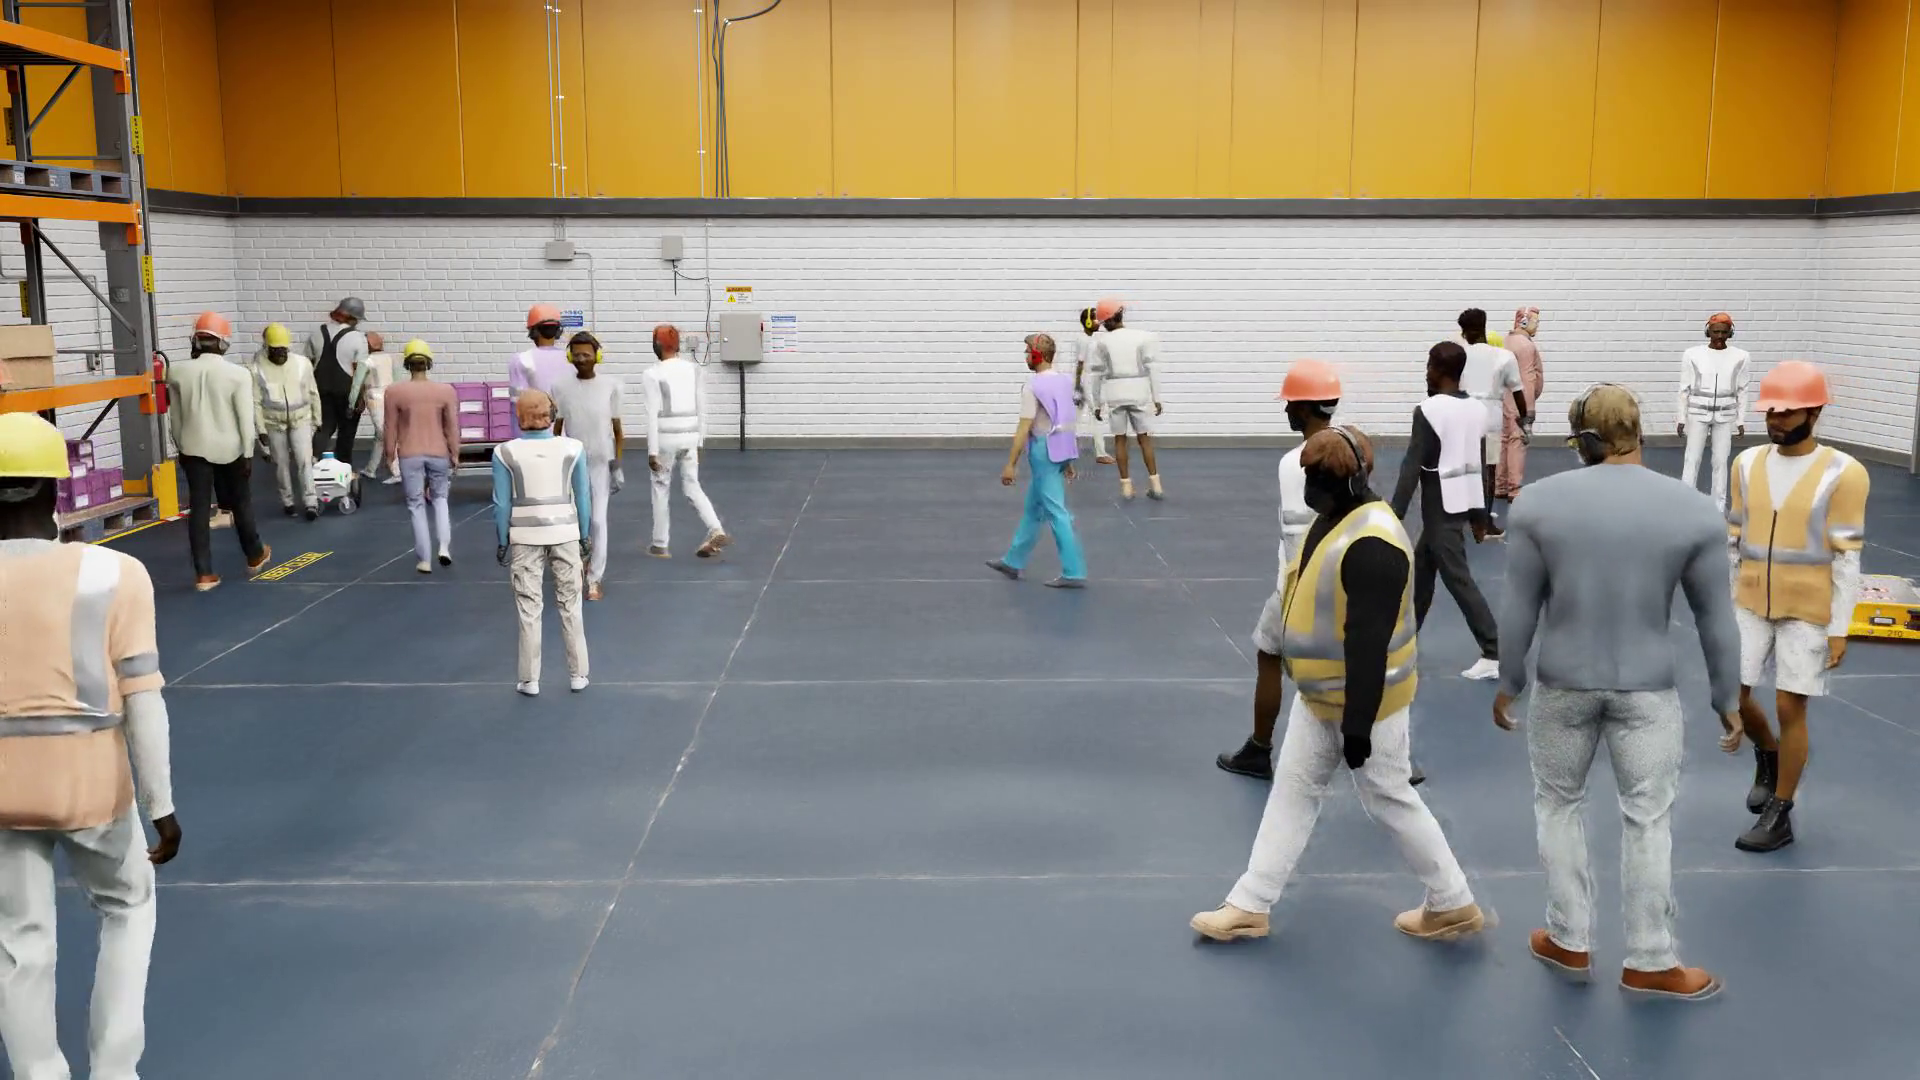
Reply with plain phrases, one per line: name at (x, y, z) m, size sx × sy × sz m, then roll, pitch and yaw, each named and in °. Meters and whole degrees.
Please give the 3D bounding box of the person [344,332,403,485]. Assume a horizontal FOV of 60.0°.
person at (-6.187, -1.390, 17.554) m, size 0.837 × 1.588 × 0.540 m, roll 4°, pitch 10°, yaw 24°

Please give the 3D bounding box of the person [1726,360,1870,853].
person at (3.238, 0.258, 6.503) m, size 0.512 × 1.923 × 0.552 m, roll -7°, pitch 11°, yaw -35°

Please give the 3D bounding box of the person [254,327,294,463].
person at (-7.994, -1.676, 19.328) m, size 0.557 × 1.596 × 0.516 m, roll 6°, pitch 11°, yaw 33°

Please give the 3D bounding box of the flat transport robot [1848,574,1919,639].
flat transport robot at (5.827, 0.396, 10.693) m, size 0.652 × 0.197 × 1.431 m, roll 4°, pitch 10°, yaw 21°

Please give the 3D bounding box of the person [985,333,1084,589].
person at (0.516, -0.565, 11.882) m, size 0.922 × 1.800 × 0.596 m, roll 5°, pitch 11°, yaw 28°

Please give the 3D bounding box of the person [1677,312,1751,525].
person at (6.659, -1.068, 14.735) m, size 0.574 × 1.886 × 0.356 m, roll 3°, pitch 10°, yaw 17°

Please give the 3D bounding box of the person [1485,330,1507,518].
person at (4.613, -1.037, 15.037) m, size 0.557 × 1.716 × 0.515 m, roll -1°, pitch 9°, yaw -6°

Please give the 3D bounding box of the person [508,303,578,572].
person at (-3.109, -0.765, 12.494) m, size 0.637 × 2.003 × 0.931 m, roll -6°, pitch 11°, yaw -31°

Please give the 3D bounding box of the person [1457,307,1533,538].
person at (4.399, -0.970, 13.979) m, size 0.806 × 1.948 × 0.432 m, roll 3°, pitch 10°, yaw 19°

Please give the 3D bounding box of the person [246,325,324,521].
person at (-6.031, -1.039, 14.911) m, size 0.619 × 1.769 × 0.913 m, roll -5°, pitch 10°, yaw -26°

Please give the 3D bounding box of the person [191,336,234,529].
person at (-6.551, -0.944, 14.555) m, size 0.316 × 1.695 × 0.542 m, roll -2°, pitch 10°, yaw -13°

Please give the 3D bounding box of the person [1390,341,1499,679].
person at (2.752, -0.168, 9.363) m, size 0.605 × 1.849 × 1.007 m, roll -9°, pitch 13°, yaw -43°

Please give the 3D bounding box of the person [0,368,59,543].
person at (-4.350, 0.085, 7.567) m, size 0.550 × 1.921 × 0.622 m, roll 1°, pitch 9°, yaw 7°

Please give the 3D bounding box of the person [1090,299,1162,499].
person at (1.621, -1.379, 16.394) m, size 0.708 × 1.975 × 0.386 m, roll 0°, pitch 9°, yaw 1°

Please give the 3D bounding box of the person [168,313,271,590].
person at (-5.369, -0.659, 12.032) m, size 0.628 × 1.939 × 1.004 m, roll -1°, pitch 9°, yaw -6°

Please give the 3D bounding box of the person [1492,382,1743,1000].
person at (2.053, 0.473, 5.203) m, size 0.725 × 1.914 × 0.372 m, roll 4°, pitch 10°, yaw 22°

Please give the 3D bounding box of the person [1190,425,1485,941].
person at (1.310, 0.499, 5.493) m, size 0.974 × 1.781 × 0.678 m, roll -1°, pitch 9°, yaw -4°

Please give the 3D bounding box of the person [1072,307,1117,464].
person at (1.377, -1.787, 19.356) m, size 0.947 × 1.828 × 0.535 m, roll 1°, pitch 9°, yaw 4°

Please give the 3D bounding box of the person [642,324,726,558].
person at (-2.153, -0.749, 12.909) m, size 0.812 × 1.859 × 0.605 m, roll 9°, pitch 13°, yaw 44°

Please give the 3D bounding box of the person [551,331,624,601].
person at (-2.559, -0.517, 11.474) m, size 0.503 × 1.852 × 0.459 m, roll -1°, pitch 9°, yaw -8°

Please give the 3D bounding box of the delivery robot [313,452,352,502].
delivery robot at (-5.880, -0.576, 15.502) m, size 0.477 × 0.478 × 0.707 m, roll -2°, pitch 9°, yaw -14°

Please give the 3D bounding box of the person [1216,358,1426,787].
person at (1.574, 0.169, 7.134) m, size 0.545 × 1.901 × 0.959 m, roll -7°, pitch 12°, yaw -38°

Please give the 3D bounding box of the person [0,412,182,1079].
person at (-2.313, 0.632, 4.234) m, size 0.620 × 1.906 × 0.520 m, roll -2°, pitch 9°, yaw -13°

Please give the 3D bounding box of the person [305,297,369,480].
person at (-6.541, -1.591, 17.465) m, size 0.735 × 2.000 × 0.755 m, roll 2°, pitch 10°, yaw 13°

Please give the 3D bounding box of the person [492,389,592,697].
person at (-2.207, 0.019, 8.831) m, size 0.512 × 1.638 × 0.312 m, roll -3°, pitch 10°, yaw -19°

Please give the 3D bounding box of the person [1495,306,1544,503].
person at (5.462, -1.313, 16.193) m, size 0.404 × 1.903 × 0.636 m, roll 0°, pitch 9°, yaw -2°

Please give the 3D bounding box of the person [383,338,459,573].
person at (-4.037, -0.627, 12.460) m, size 0.526 × 1.752 × 0.449 m, roll -5°, pitch 11°, yaw -29°
